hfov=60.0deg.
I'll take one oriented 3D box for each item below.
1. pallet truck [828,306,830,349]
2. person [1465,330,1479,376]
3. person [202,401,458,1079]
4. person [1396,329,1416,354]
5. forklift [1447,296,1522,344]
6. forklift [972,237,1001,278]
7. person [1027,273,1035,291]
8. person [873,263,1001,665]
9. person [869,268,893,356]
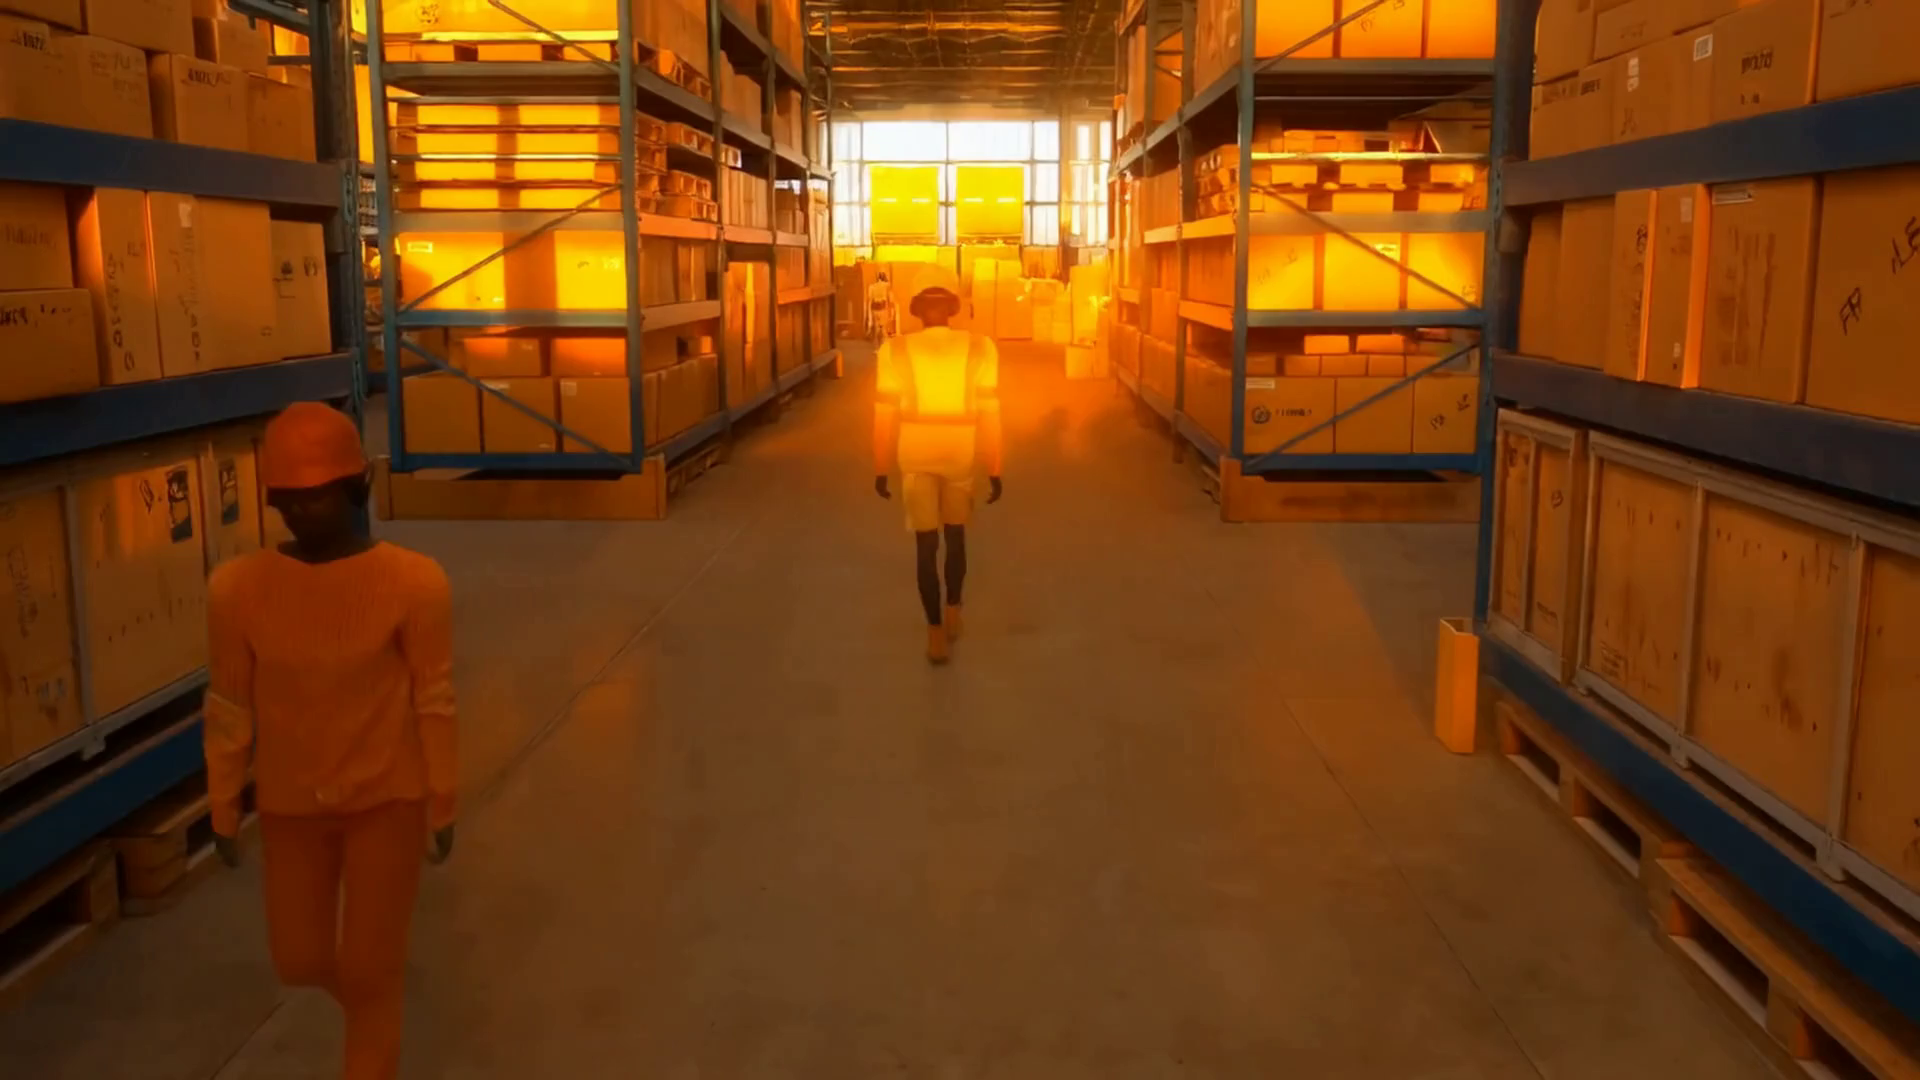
[{"bbox_3d":[-3.100,-3.940,29.800,1.885,1.965,0.823,3,10,19],"label":"pallet truck"},{"bbox_3d":[7.017,-2.476,22.250,0.518,1.592,0.869,1,10,8],"label":"person"},{"bbox_3d":[-1.362,0.548,3.687,0.528,1.742,0.704,-1,9,-4],"label":"person"},{"bbox_3d":[8.330,-4.131,31.028,0.669,1.965,0.477,9,13,42],"label":"person"},{"bbox_3d":[10.395,-4.792,32.265,1.873,2.768,1.129,-9,13,-43],"label":"forklift"},{"bbox_3d":[0.848,-8.379,53.752,1.129,2.768,1.873,0,9,1],"label":"forklift"},{"bbox_3d":[2.554,-8.720,59.500,0.310,1.642,0.514,2,10,10],"label":"person"},{"bbox_3d":[-0.132,-0.414,8.646,0.641,2.004,0.953,-1,10,-6],"label":"person"},{"bbox_3d":[-1.697,-4.918,35.911,0.590,1.915,0.392,7,12,35],"label":"person"}]
